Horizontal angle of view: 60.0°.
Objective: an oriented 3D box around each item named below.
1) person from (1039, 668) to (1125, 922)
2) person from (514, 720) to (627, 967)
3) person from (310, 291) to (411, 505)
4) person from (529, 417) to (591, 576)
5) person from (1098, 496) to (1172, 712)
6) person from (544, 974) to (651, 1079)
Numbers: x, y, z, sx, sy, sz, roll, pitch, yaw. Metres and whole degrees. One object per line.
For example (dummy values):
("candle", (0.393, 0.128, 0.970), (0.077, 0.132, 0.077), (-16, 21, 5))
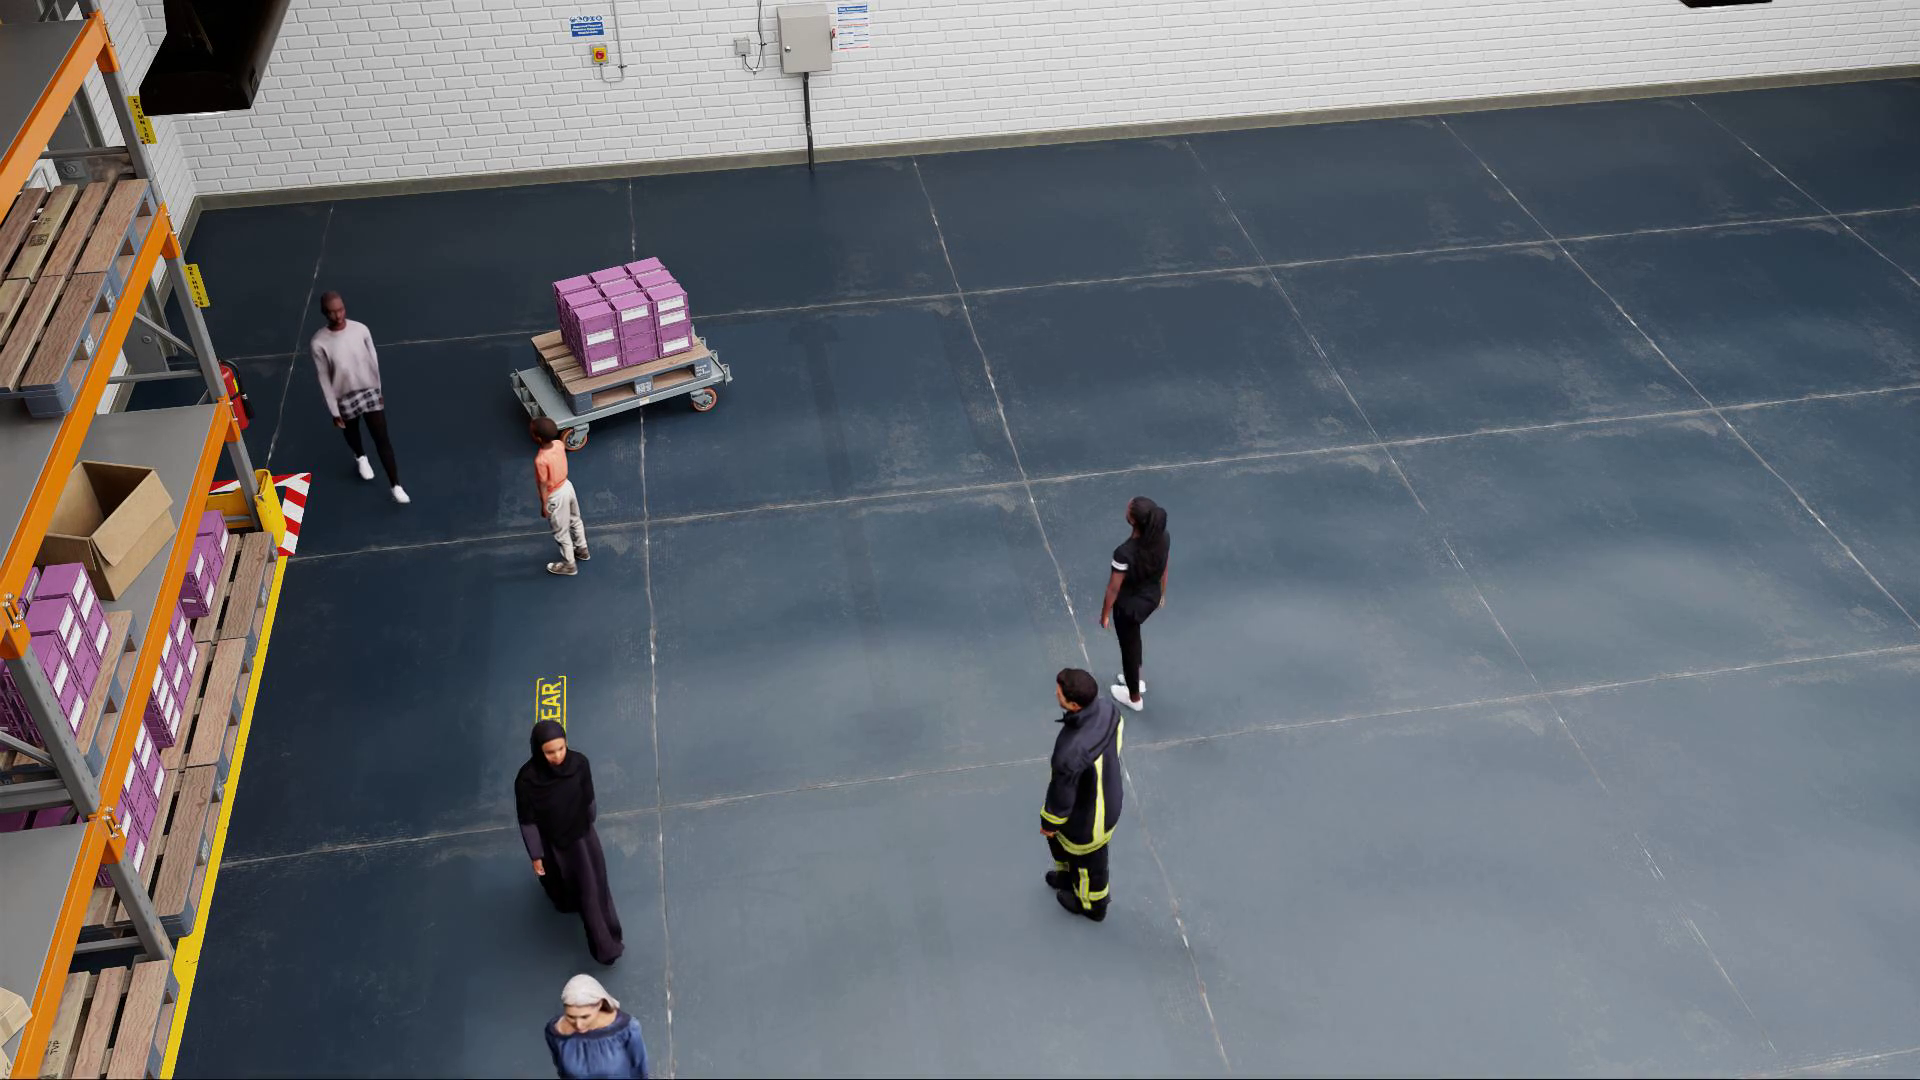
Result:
("person", (0.788, 1.481, 9.306), (0.993, 1.908, 0.892), (17, 42, 20))
("person", (-2.278, 1.601, 9.391), (0.765, 1.613, 1.136), (-16, 41, -19))
("person", (-4.672, -1.134, 12.726), (0.918, 1.727, 1.236), (-21, 43, -24))
("person", (-2.908, -0.333, 12.058), (0.601, 1.307, 0.516), (13, 40, 16))
("person", (1.195, 0.455, 10.739), (0.756, 1.723, 0.796), (-28, 46, -31))
("person", (-1.689, 2.606, 8.073), (0.705, 1.689, 0.854), (0, 39, 0))
